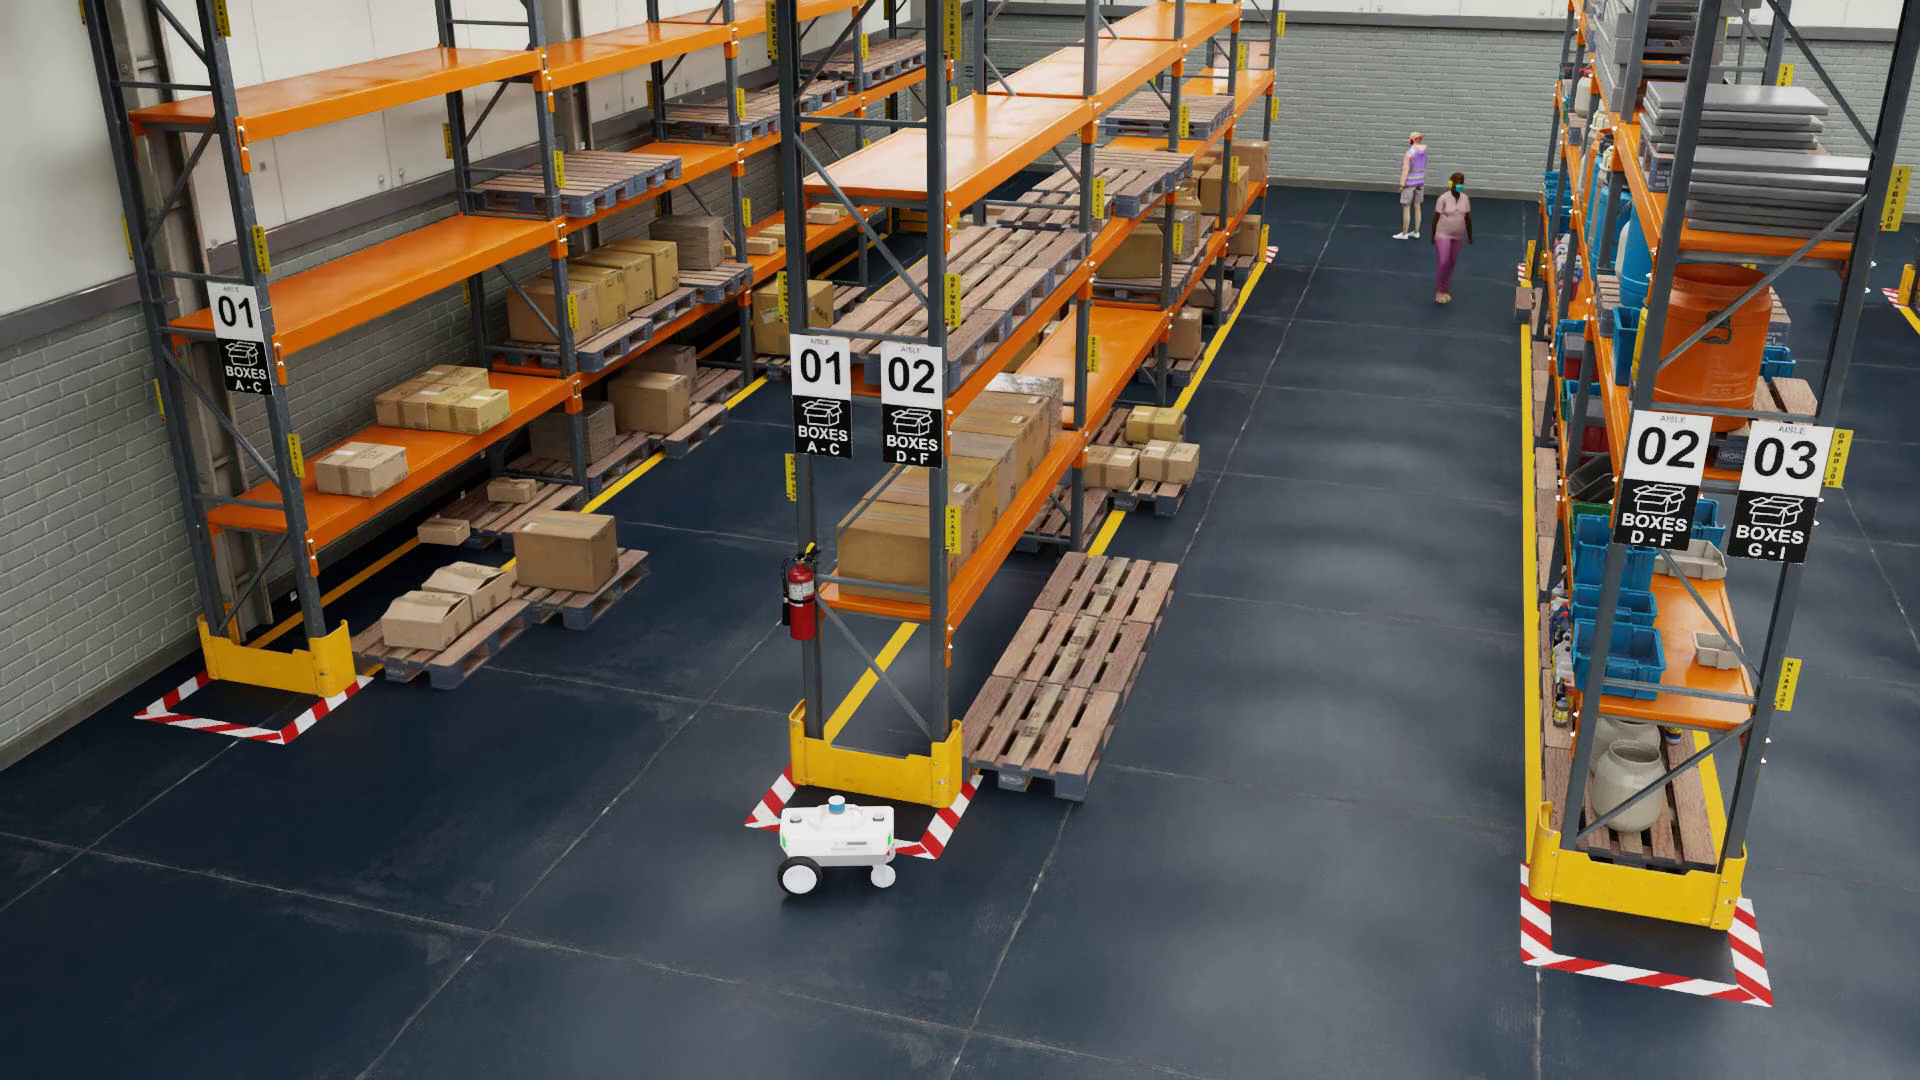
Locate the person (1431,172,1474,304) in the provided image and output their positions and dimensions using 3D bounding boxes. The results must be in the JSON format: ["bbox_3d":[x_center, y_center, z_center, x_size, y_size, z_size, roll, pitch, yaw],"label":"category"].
[{"bbox_3d":[6.786,-4.134,22.832,0.534,1.782,0.612,-6,24,-13],"label":"person"}]

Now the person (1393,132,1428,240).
[{"bbox_3d":[7.185,-5.623,26.422,0.488,1.688,0.350,-14,27,-29],"label":"person"}]

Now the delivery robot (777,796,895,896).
[{"bbox_3d":[-0.800,1.895,10.441,0.791,0.614,0.499,-1,23,-2],"label":"delivery robot"}]
